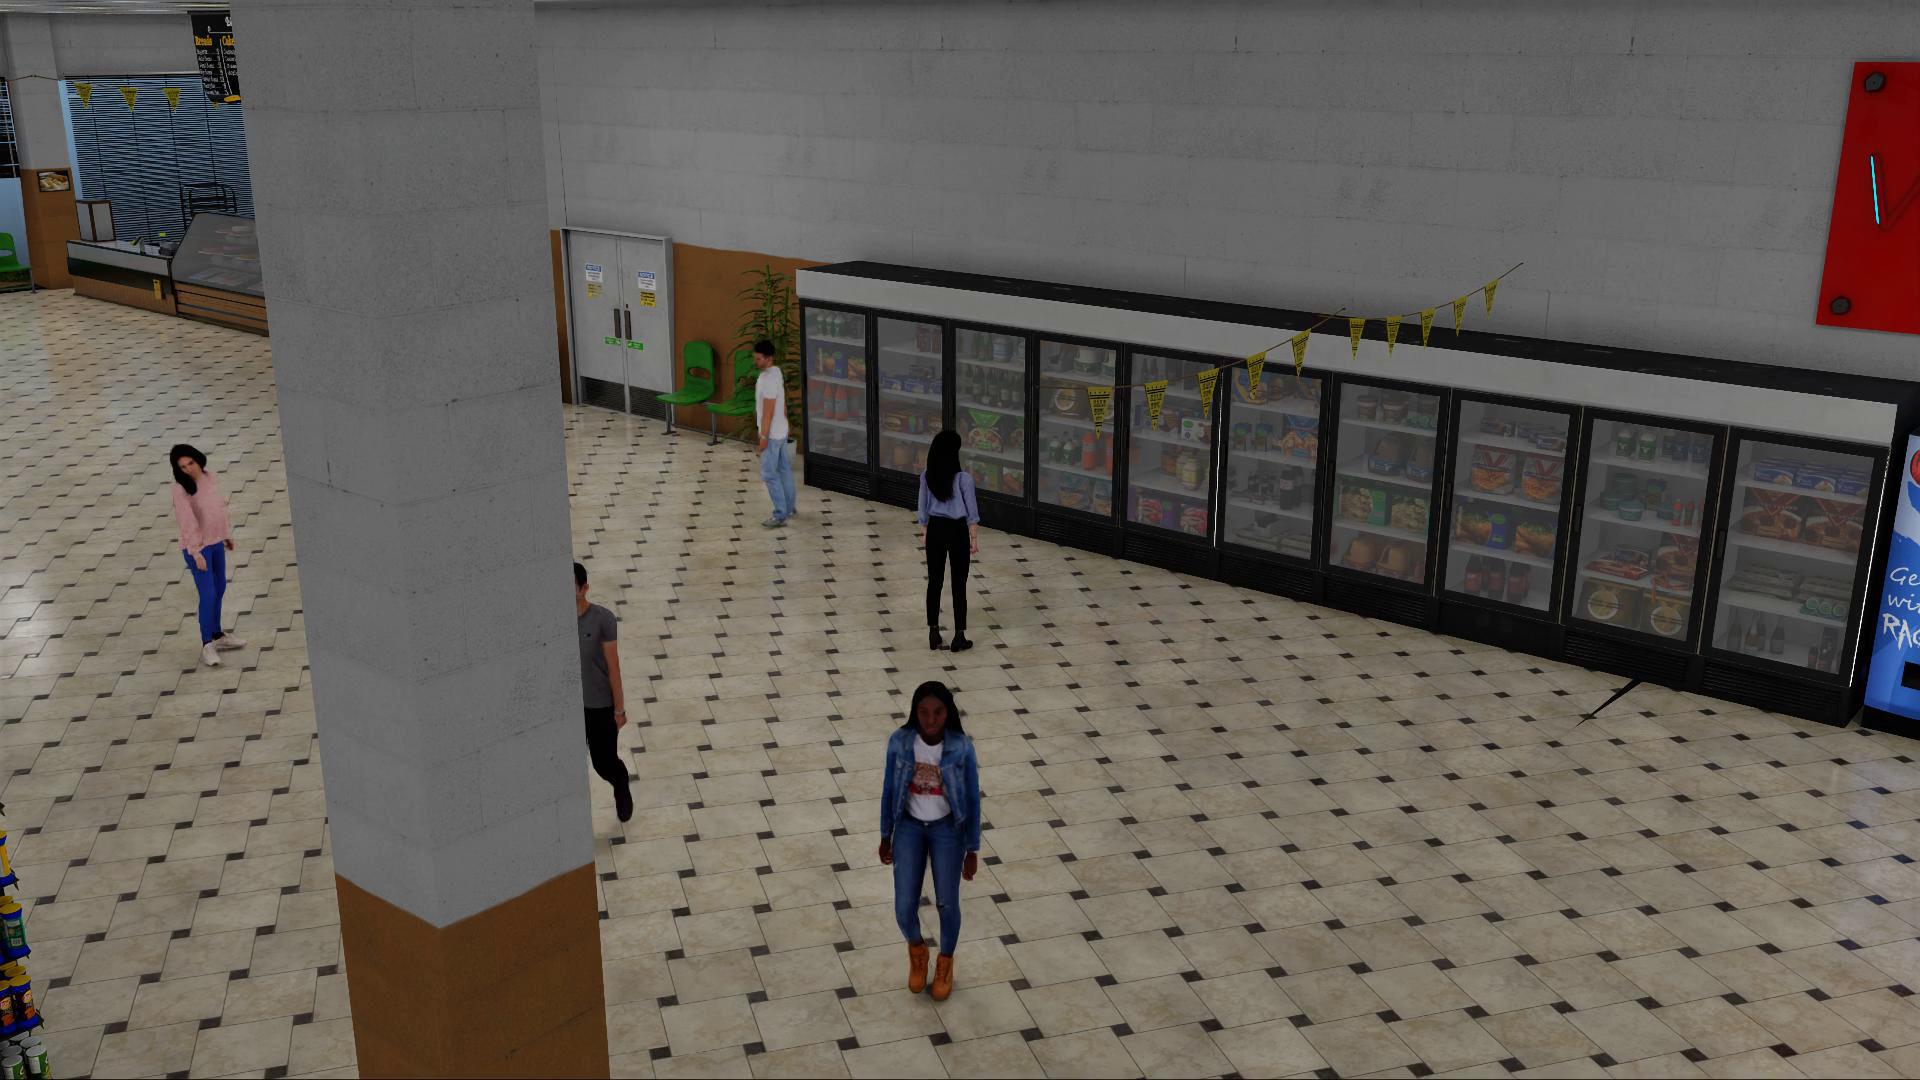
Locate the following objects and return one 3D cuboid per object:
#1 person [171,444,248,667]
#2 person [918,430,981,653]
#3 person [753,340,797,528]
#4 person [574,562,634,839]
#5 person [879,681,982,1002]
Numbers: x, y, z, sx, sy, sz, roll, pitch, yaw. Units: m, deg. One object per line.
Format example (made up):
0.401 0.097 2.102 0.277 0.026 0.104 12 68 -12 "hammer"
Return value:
-5.740 0.091 12.592 0.852 1.725 0.715 -1 17 -5 "person"
-0.100 0.002 12.854 0.715 1.743 0.658 7 18 22 "person"
-1.769 -1.066 16.219 0.985 1.833 0.784 6 18 20 "person"
-2.162 0.950 9.748 0.855 1.734 0.954 2 17 7 "person"
-0.134 1.447 8.181 0.793 1.693 0.818 2 17 6 "person"
